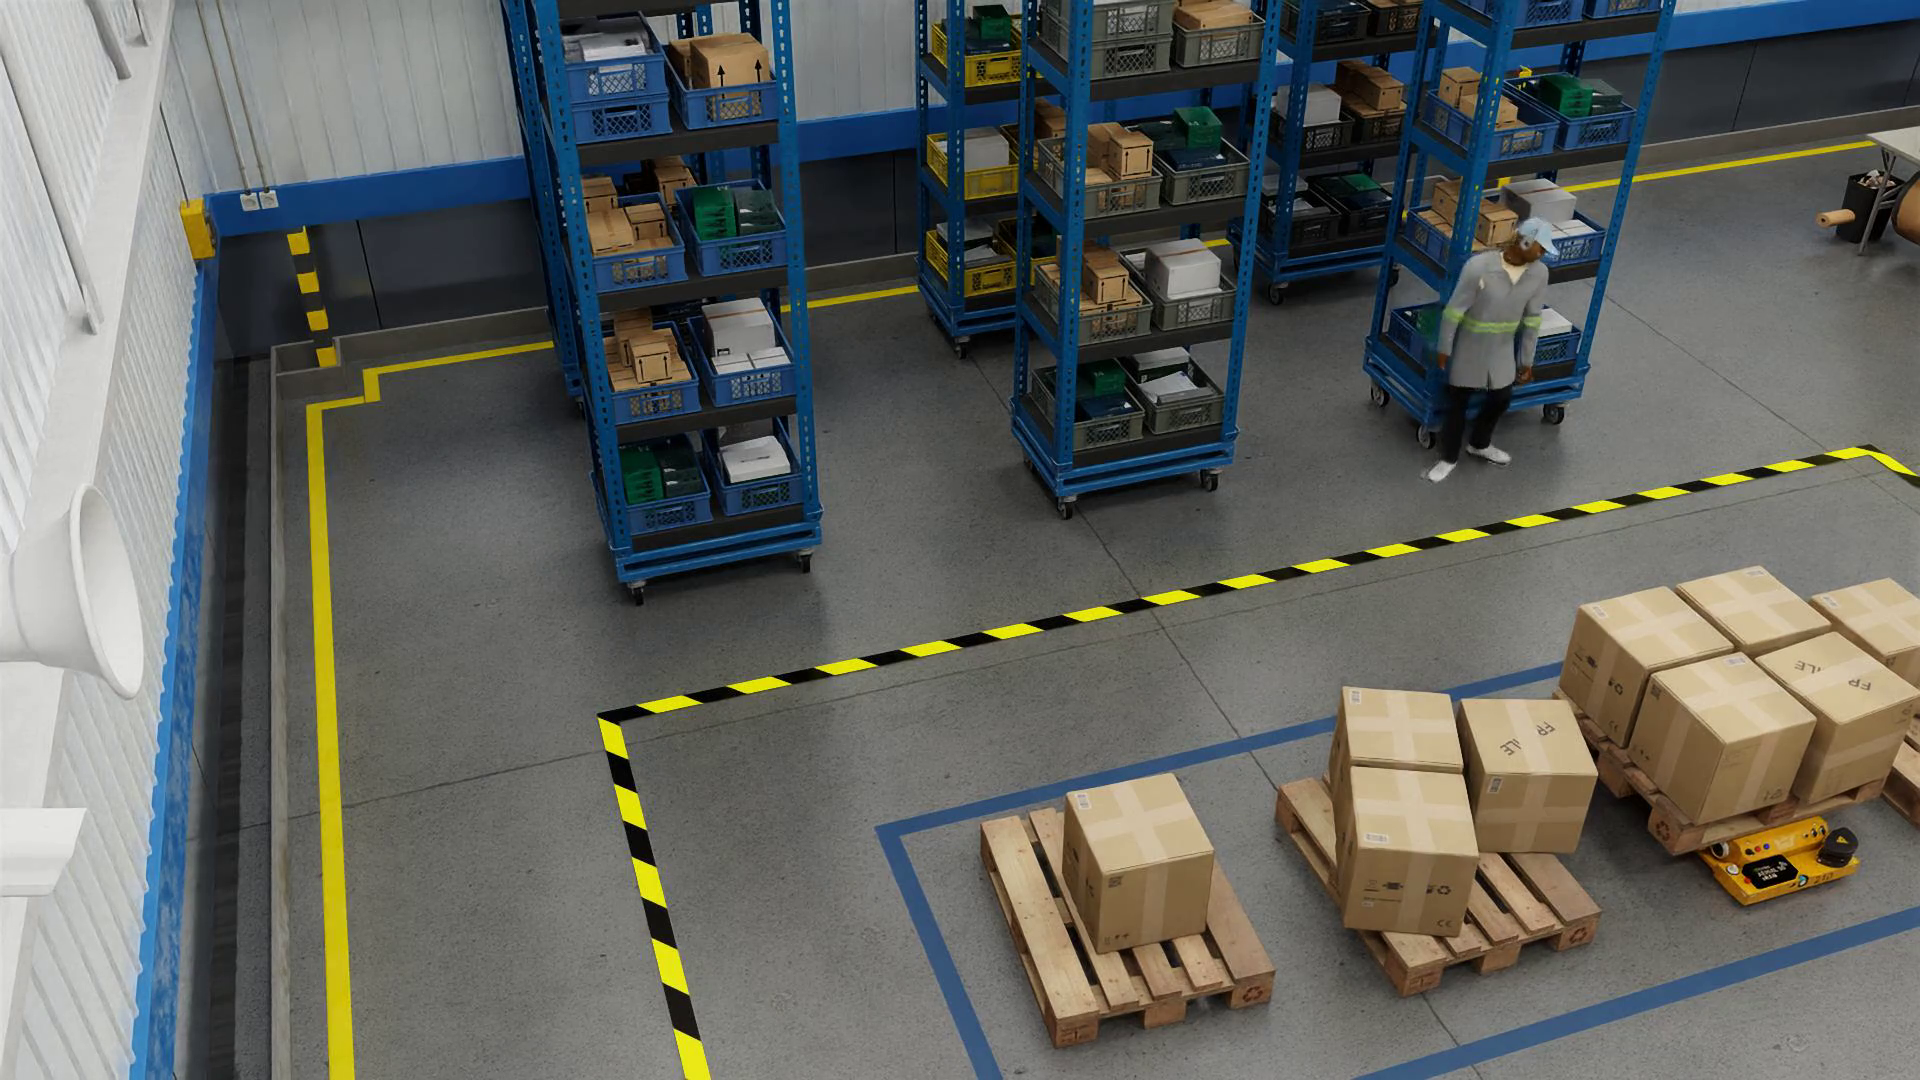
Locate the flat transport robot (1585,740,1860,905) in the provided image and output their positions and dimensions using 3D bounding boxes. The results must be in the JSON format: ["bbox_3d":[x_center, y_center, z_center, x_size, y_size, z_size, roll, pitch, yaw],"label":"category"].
[{"bbox_3d":[3.737,1.187,8.349,0.652,0.197,1.431,-11,37,-15],"label":"flat transport robot"}]

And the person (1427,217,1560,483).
[{"bbox_3d":[3.300,-1.188,10.414,0.678,1.807,0.357,-4,35,-5],"label":"person"}]
